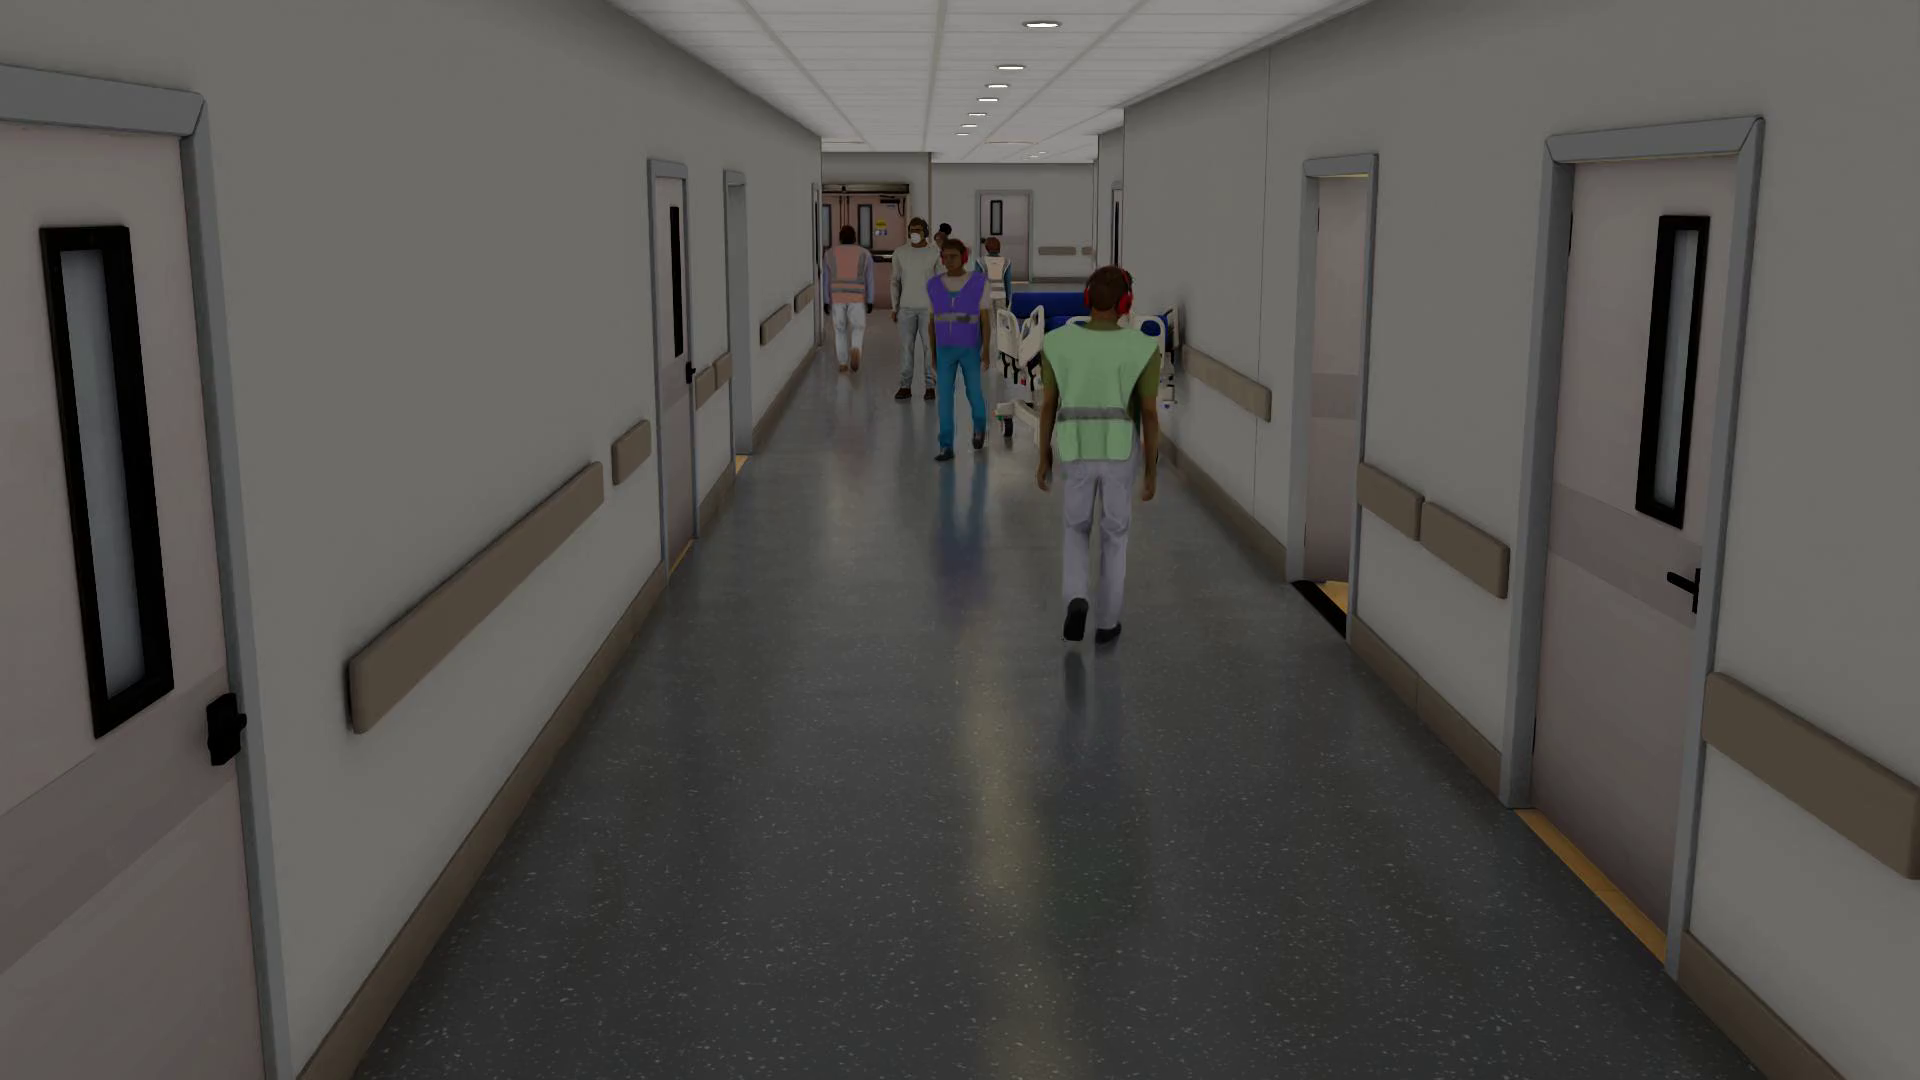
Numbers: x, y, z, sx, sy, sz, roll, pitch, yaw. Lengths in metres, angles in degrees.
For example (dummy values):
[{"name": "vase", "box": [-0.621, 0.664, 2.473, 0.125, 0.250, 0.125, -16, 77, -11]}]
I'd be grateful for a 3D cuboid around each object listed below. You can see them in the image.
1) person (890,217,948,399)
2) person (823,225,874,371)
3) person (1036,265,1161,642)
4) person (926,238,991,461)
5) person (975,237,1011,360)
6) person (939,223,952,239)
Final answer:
[{"name": "person", "box": [-0.441, -2.471, 17.789, 0.627, 1.940, 0.372, 3, 12, 12]}, {"name": "person", "box": [-1.375, -2.955, 20.454, 0.634, 1.825, 0.694, 0, 12, 0]}, {"name": "person", "box": [0.649, -0.385, 7.906, 0.601, 1.817, 0.487, 3, 12, 12]}, {"name": "person", "box": [0.008, -1.595, 13.834, 0.583, 1.818, 0.825, 3, 12, 15]}, {"name": "person", "box": [0.436, -3.204, 22.117, 0.509, 1.629, 0.315, -3, 12, -16]}, {"name": "person", "box": [-0.246, -4.852, 29.978, 0.317, 1.695, 0.540, 0, 12, -2]}]
